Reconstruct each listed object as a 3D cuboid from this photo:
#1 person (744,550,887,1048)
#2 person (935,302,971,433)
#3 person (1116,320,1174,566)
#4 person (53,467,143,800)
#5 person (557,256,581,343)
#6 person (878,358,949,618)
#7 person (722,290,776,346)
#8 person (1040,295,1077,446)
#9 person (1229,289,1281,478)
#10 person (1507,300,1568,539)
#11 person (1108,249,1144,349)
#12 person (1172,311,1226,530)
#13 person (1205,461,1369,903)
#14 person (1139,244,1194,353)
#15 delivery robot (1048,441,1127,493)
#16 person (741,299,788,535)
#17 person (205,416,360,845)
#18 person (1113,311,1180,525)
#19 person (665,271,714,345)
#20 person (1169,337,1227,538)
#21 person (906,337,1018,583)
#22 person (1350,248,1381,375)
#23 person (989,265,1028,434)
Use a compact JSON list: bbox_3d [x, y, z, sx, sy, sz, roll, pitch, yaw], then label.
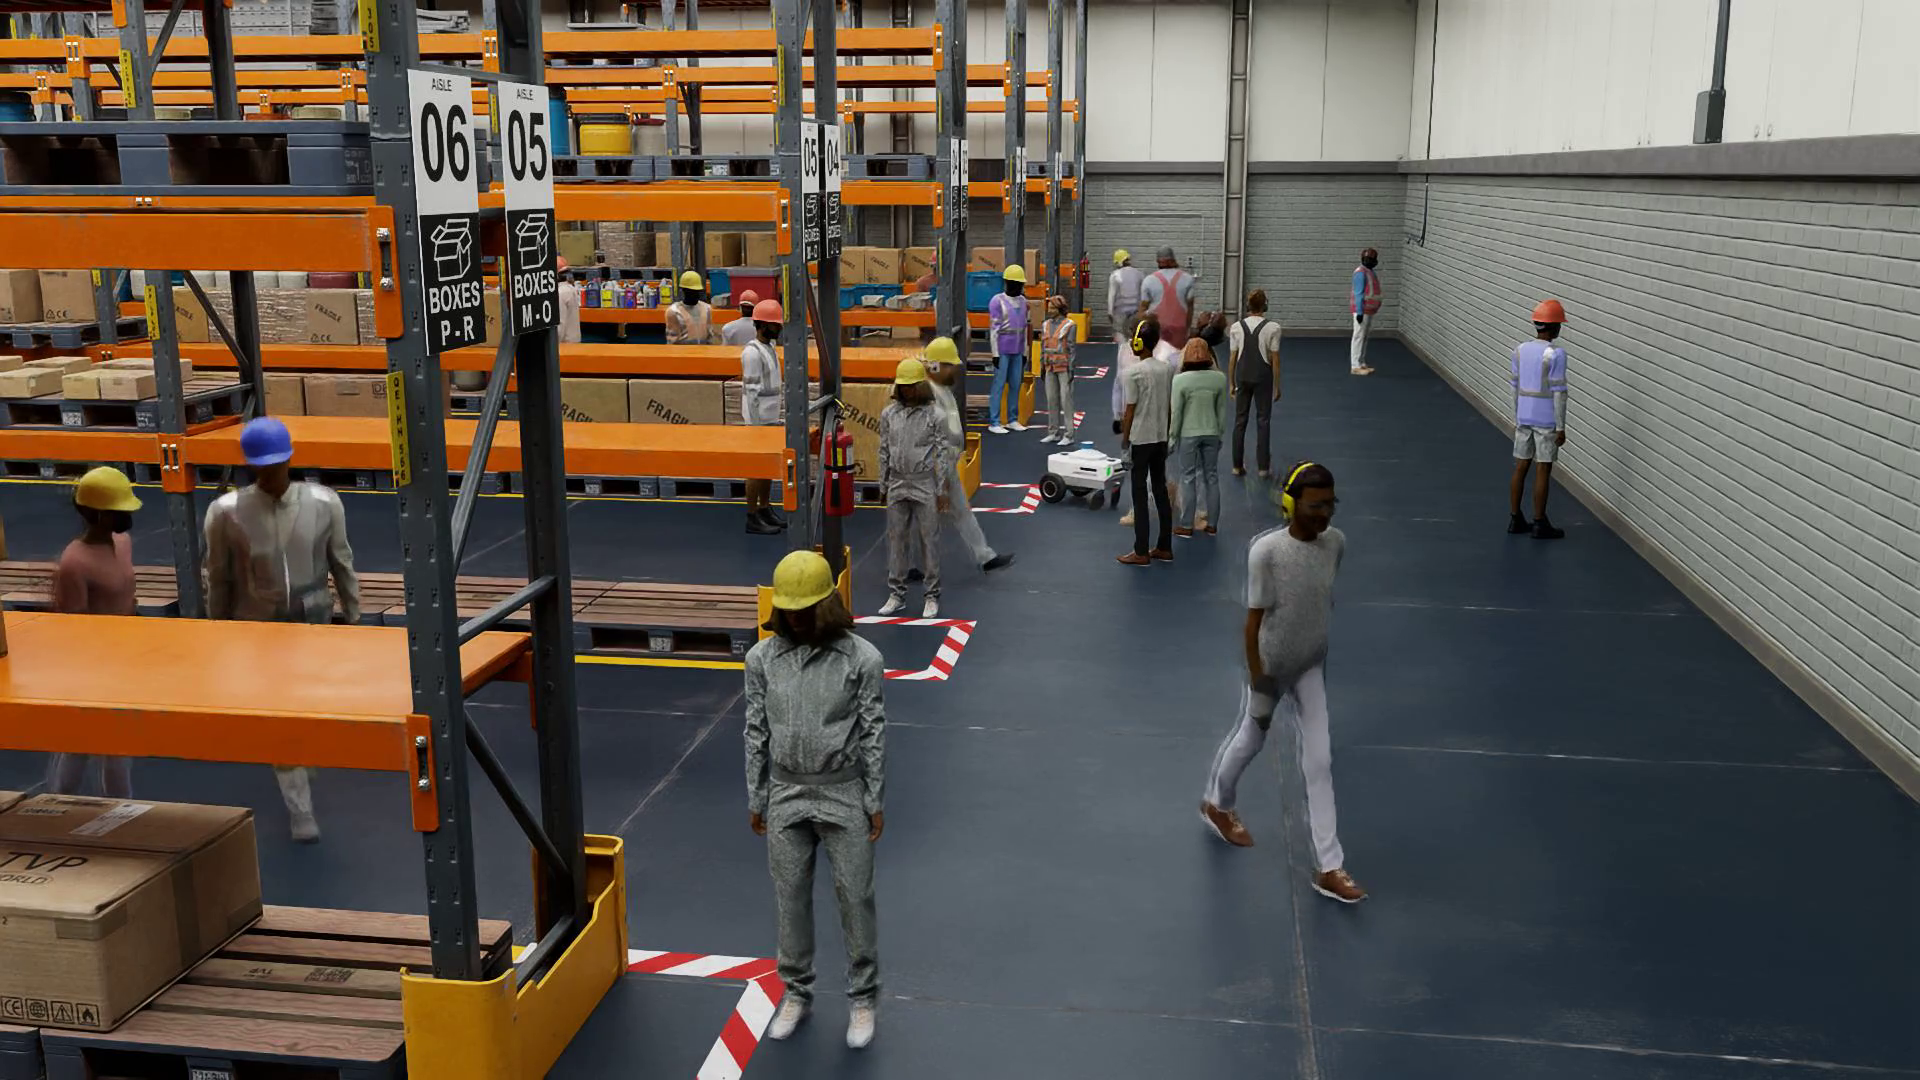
[{"bbox_3d":[-0.493,0.875,5.631,0.491,1.733,0.317,2,13,8],"label":"person"},{"bbox_3d":[-0.074,-2.182,19.027,0.407,1.906,0.654,-1,13,-7],"label":"person"},{"bbox_3d":[1.412,-0.731,12.597,0.507,1.862,0.324,-10,16,-38],"label":"person"},{"bbox_3d":[-3.796,0.528,7.246,0.629,1.722,0.534,-1,13,-5],"label":"person"},{"bbox_3d":[-4.604,-2.296,19.355,0.392,1.990,0.611,1,13,4],"label":"person"},{"bbox_3d":[-0.322,-0.342,11.097,0.493,1.742,0.299,4,13,18],"label":"person"},{"bbox_3d":[-2.179,-1.718,17.279,0.571,1.749,0.343,-1,13,-3],"label":"person"},{"bbox_3d":[1.074,-1.850,18.159,0.316,1.631,0.524,-11,17,-41],"label":"person"},{"bbox_3d":[2.864,-1.518,16.194,0.509,1.839,0.337,6,14,27],"label":"person"},{"bbox_3d":[4.719,-0.977,13.520,0.357,1.938,0.543,-6,14,-27],"label":"person"},{"bbox_3d":[2.500,-3.482,25.125,0.633,1.803,0.462,-5,14,-22],"label":"person"},{"bbox_3d":[1.965,-0.998,13.882,0.465,1.823,0.662,3,13,14],"label":"person"},{"bbox_3d":[1.382,0.543,6.988,0.545,1.810,1.052,-5,14,-23],"label":"person"},{"bbox_3d":[2.672,-2.835,21.669,0.707,2.000,0.536,0,12,-2],"label":"person"},{"bbox_3d":[1.144,-0.641,14.933,0.707,0.478,0.477,10,16,37],"label":"delivery robot"},{"bbox_3d":[-1.587,-1.009,13.692,0.387,1.929,0.543,3,13,13],"label":"person"},{"bbox_3d":[-3.087,0.352,7.580,0.638,1.914,0.856,-8,15,-31],"label":"person"},{"bbox_3d":[1.644,-1.069,14.231,0.637,1.813,0.844,11,17,42],"label":"person"},{"bbox_3d":[-2.870,-1.918,17.824,0.404,1.918,0.583,12,17,42],"label":"person"},{"bbox_3d":[1.927,-0.829,13.543,0.501,1.631,0.286,-4,13,-16],"label":"person"},{"bbox_3d":[-0.061,-0.548,11.929,0.905,1.781,0.614,4,13,17],"label":"person"},{"bbox_3d":[5.977,-3.360,24.503,0.429,1.841,0.635,7,14,29],"label":"person"},{"bbox_3d":[0.582,-2.174,18.978,0.593,1.917,0.396,-12,17,-43],"label":"person"}]
